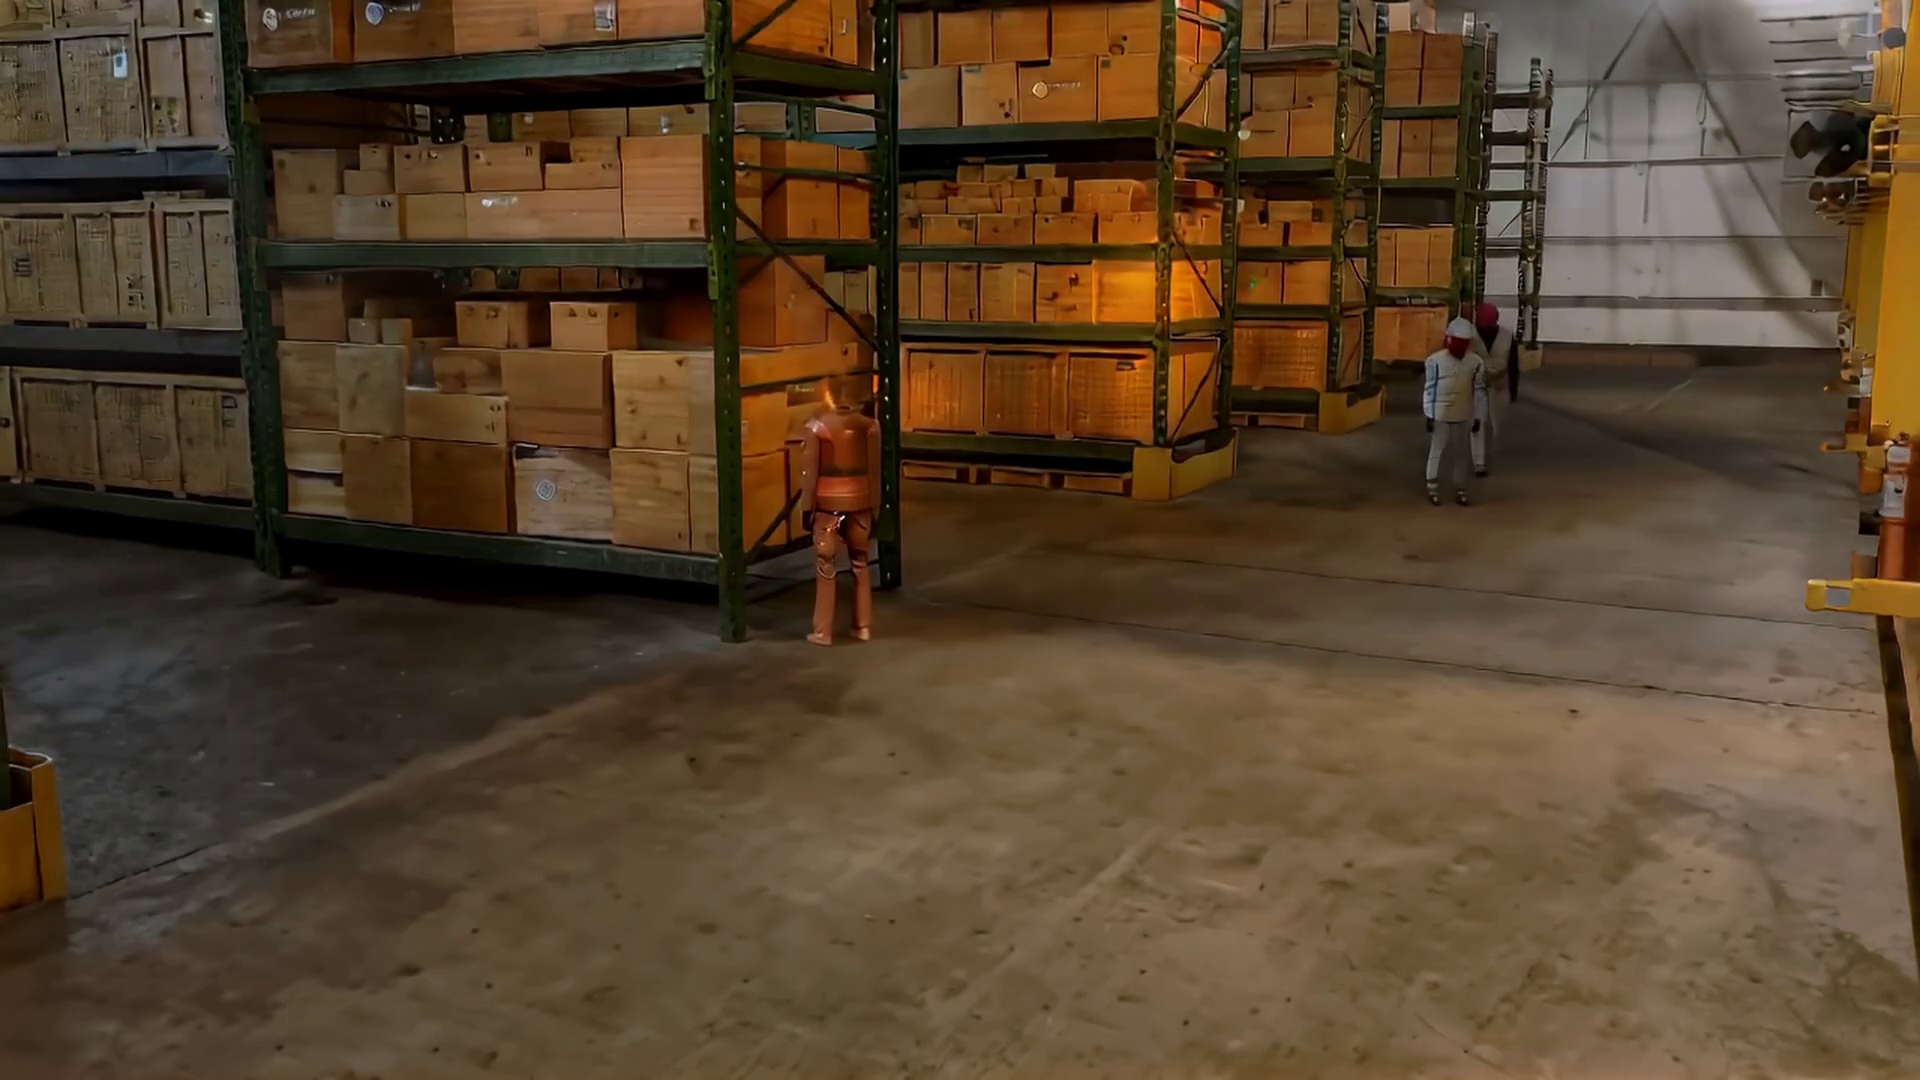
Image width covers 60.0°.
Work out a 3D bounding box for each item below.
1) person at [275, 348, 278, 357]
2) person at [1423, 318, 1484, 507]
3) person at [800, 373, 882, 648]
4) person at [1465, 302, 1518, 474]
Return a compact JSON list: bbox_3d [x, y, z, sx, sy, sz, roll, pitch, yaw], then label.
[{"bbox_3d":[-7.997,-1.982,19.495,0.385,1.930,0.541,-3,10,-15],"label":"person"},{"bbox_3d":[4.548,-1.170,15.309,0.569,1.743,0.350,-1,10,-4],"label":"person"},{"bbox_3d":[-0.697,-0.178,9.899,0.526,1.628,0.313,-5,11,-29],"label":"person"},{"bbox_3d":[5.642,-1.646,17.853,0.621,1.820,0.841,1,10,5],"label":"person"}]
